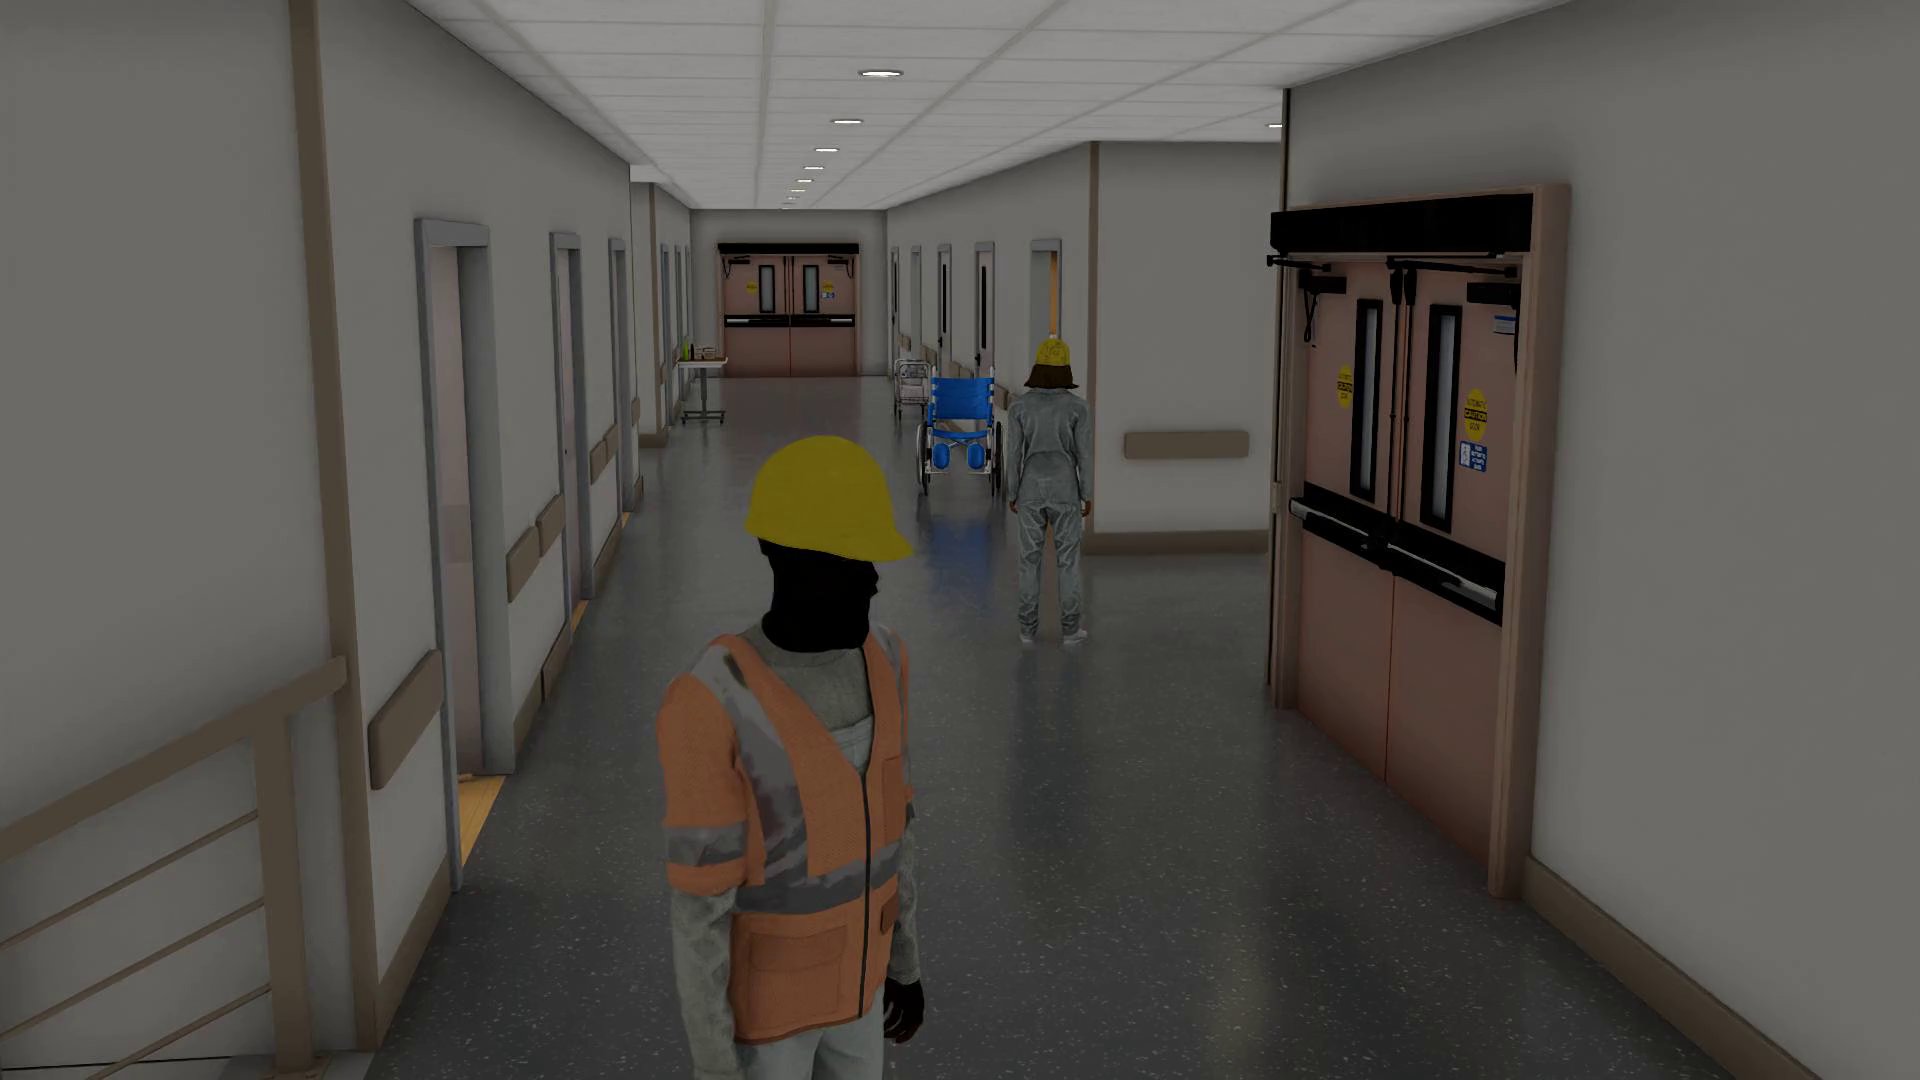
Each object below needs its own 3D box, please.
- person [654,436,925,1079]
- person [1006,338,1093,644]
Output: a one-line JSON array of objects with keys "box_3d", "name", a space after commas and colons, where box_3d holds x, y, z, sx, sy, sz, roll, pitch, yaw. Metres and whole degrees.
[{"box_3d": [-0.255, 0.771, 2.906, 0.397, 1.920, 0.586, 7, 12, 34], "name": "person"}, {"box_3d": [0.516, -0.274, 9.496, 0.493, 1.743, 0.314, 2, 10, 11], "name": "person"}]
